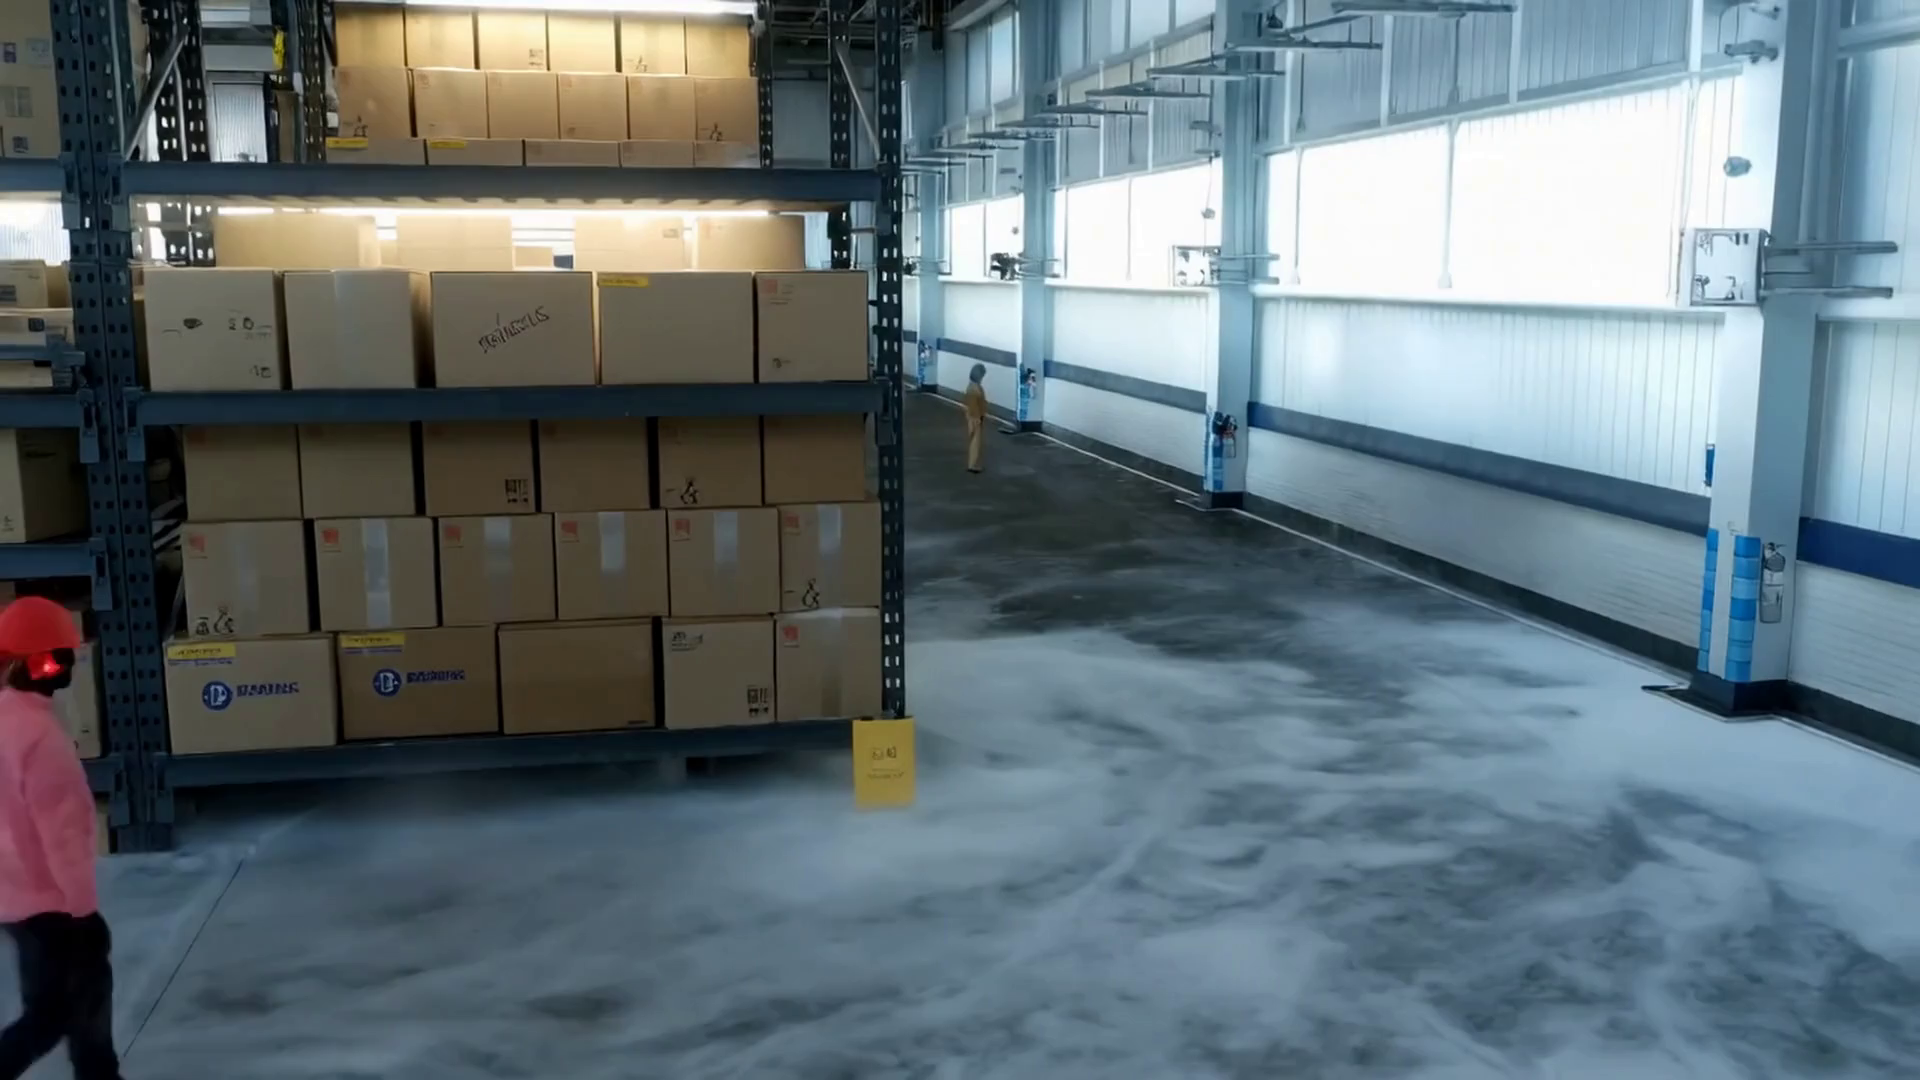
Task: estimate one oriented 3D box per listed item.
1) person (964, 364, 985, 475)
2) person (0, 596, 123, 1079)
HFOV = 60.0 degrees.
[{"bbox_3d":[0.220,-1.773,24.453,0.337,1.631,0.527,2,10,13],"label":"person"},{"bbox_3d":[-3.101,1.169,5.455,0.882,1.970,0.609,-8,12,-41],"label":"person"}]
